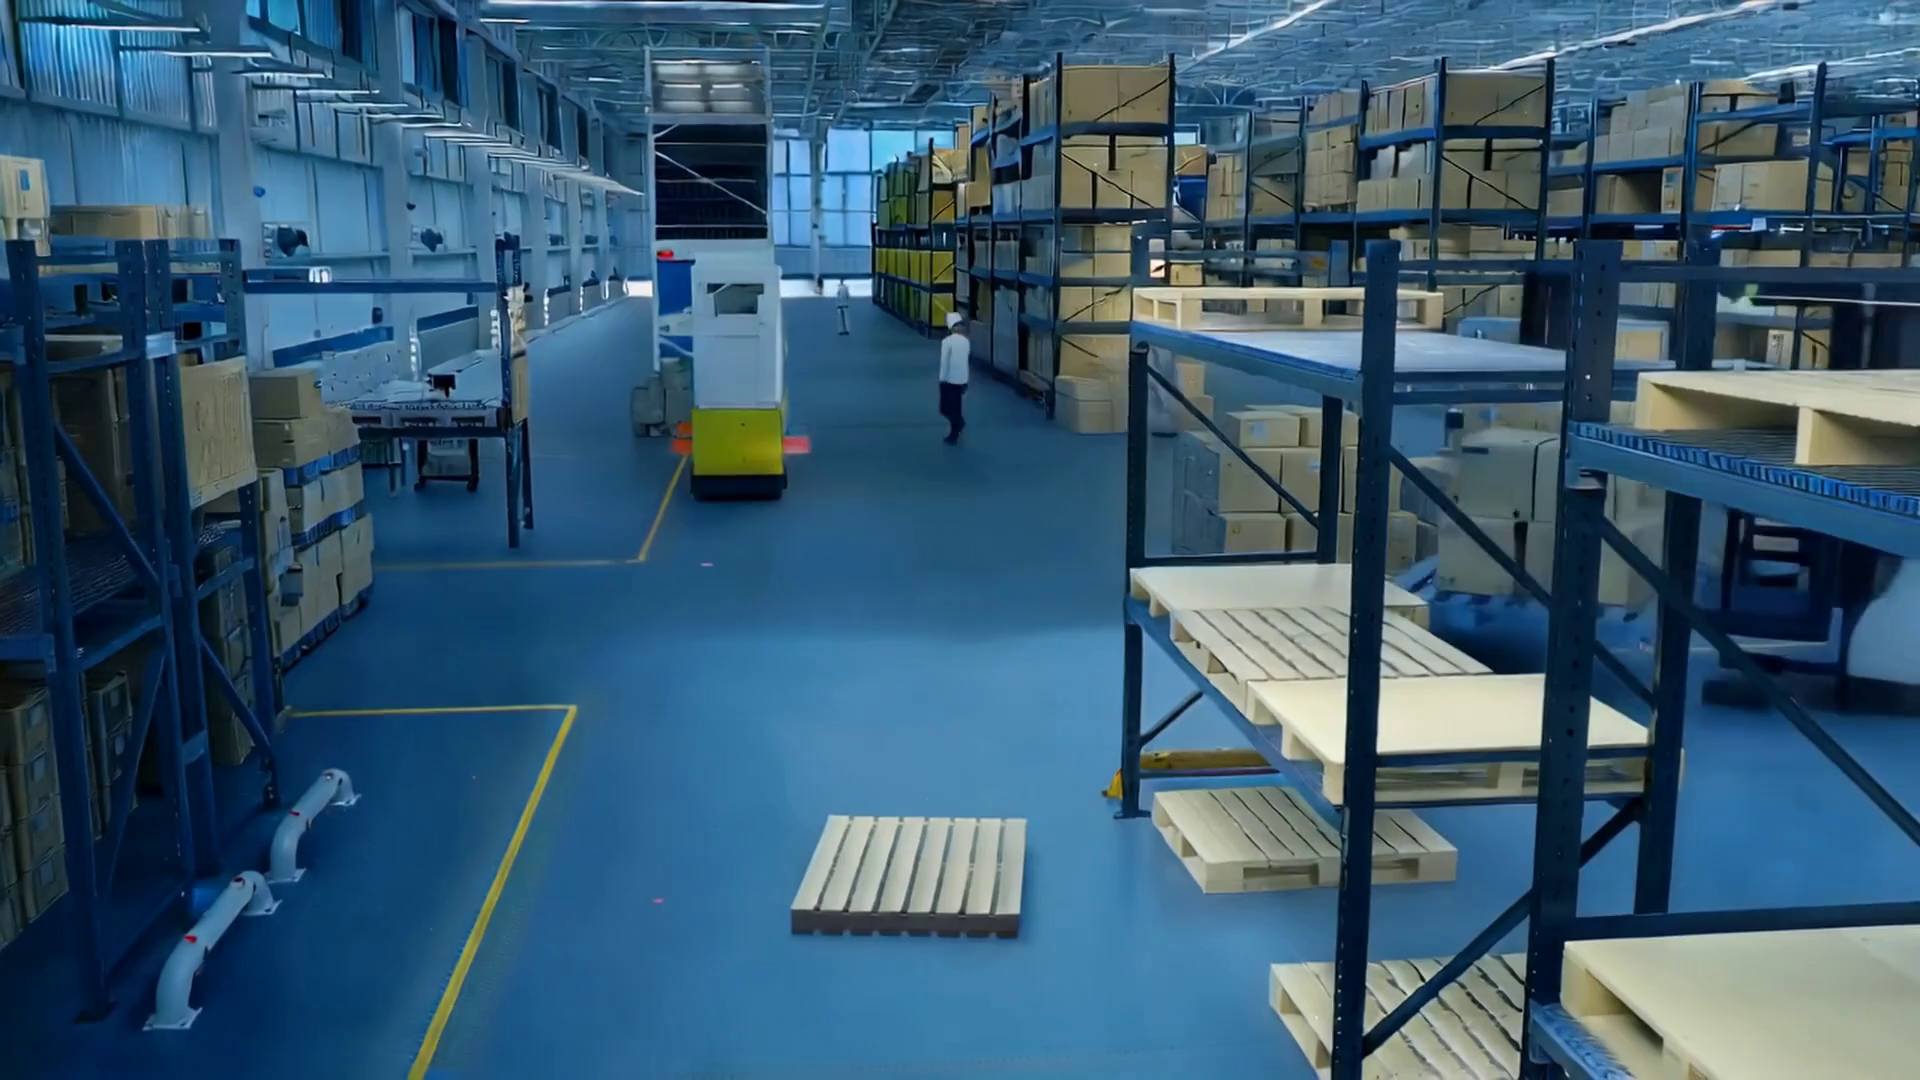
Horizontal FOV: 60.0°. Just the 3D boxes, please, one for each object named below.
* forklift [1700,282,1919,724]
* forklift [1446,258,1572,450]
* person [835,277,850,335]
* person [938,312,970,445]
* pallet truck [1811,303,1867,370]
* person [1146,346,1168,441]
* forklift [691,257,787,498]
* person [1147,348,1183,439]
[{"bbox_3d":[5.920,-0.302,10.605,1.873,2.768,1.129,6,12,30],"label":"forklift"},{"bbox_3d":[6.560,-1.760,18.685,1.873,2.768,1.129,-1,10,-7],"label":"forklift"},{"bbox_3d":[-3.798,-7.536,53.598,0.430,1.837,0.626,7,12,34],"label":"person"},{"bbox_3d":[-0.057,-2.365,24.541,0.580,1.979,0.632,9,14,41],"label":"person"},{"bbox_3d":[15.846,-3.142,28.793,1.885,1.965,0.823,2,10,12],"label":"pallet truck"},{"bbox_3d":[2.967,-2.302,25.174,0.505,1.611,0.578,0,10,1],"label":"person"},{"bbox_3d":[-2.675,-1.996,19.992,1.129,2.768,1.873,-1,10,-6],"label":"forklift"},{"bbox_3d":[3.065,-2.479,25.324,0.650,1.925,0.632,0,10,0],"label":"person"}]
